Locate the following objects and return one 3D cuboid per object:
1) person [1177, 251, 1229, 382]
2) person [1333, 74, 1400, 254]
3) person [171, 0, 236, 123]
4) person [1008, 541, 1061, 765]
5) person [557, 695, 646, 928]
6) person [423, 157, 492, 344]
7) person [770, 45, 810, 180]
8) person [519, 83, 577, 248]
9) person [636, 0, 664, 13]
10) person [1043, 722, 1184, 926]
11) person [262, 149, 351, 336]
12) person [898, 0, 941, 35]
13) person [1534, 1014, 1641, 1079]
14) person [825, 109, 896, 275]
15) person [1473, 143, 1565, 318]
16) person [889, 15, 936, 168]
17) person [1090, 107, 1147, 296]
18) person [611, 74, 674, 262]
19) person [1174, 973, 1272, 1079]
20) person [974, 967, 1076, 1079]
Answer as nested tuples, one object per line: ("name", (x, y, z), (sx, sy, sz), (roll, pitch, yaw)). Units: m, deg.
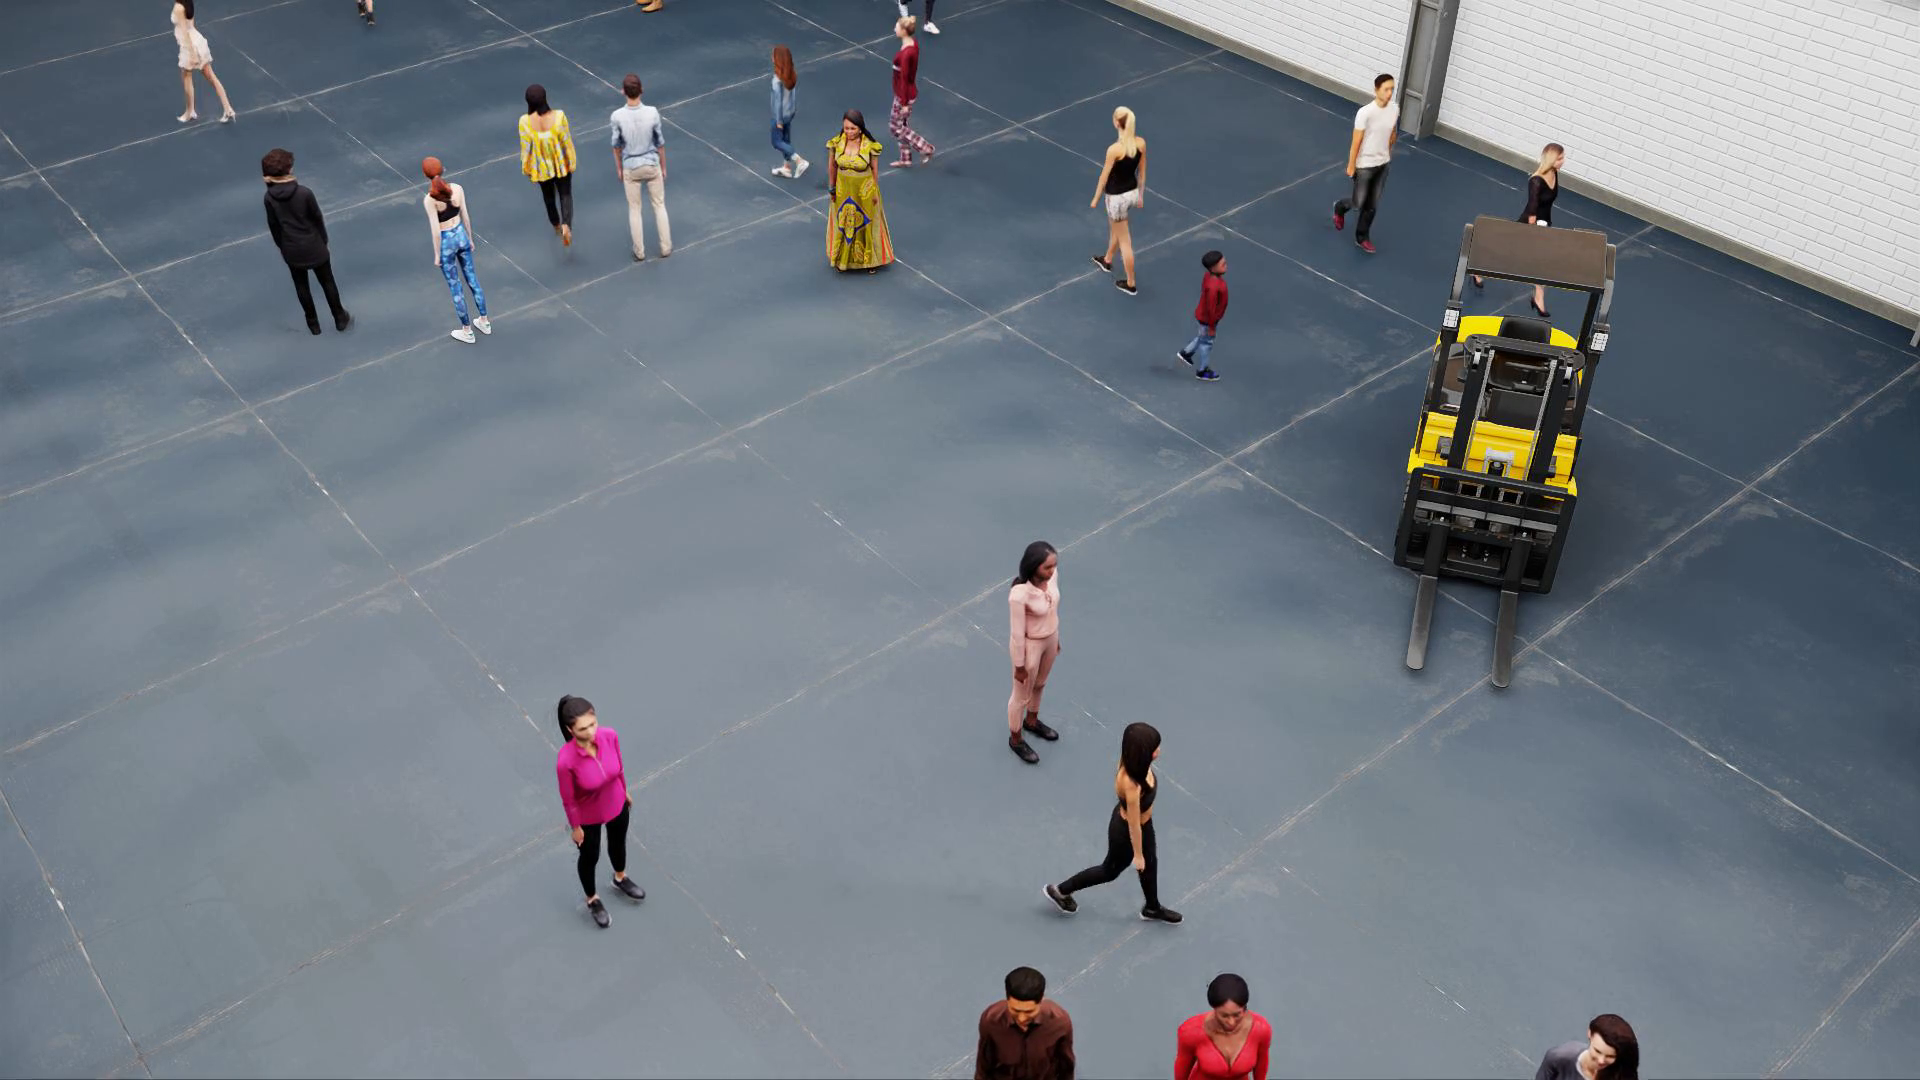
("person", (2.106, -1.959, 14.499), (0.727, 1.249, 0.666), (4, 39, 5))
("person", (3.972, -3.718, 16.272), (0.776, 1.796, 0.943), (-17, 42, -20))
("person", (-8.417, -5.436, 18.484), (0.939, 1.710, 0.922), (-3, 39, -4))
("person", (0.473, 0.698, 10.792), (0.615, 1.723, 0.664), (25, 45, 28))
("person", (-2.125, 1.560, 9.741), (0.598, 1.698, 0.613), (29, 47, 32))
("person", (-4.533, -2.600, 14.881), (0.610, 1.785, 0.618), (26, 45, 29))
("person", (-1.797, -4.472, 17.471), (0.819, 1.467, 0.729), (15, 41, 18))
("person", (-3.998, -3.628, 16.285), (0.961, 1.629, 1.090), (-8, 39, -9))
("person", (-4.019, -7.664, 21.265), (0.747, 1.719, 0.600), (-14, 41, -16))
("person", (0.897, 1.680, 9.649), (1.117, 1.615, 0.991), (7, 39, 9))
("person", (-5.906, -2.662, 14.955), (0.717, 1.778, 0.736), (-8, 39, -10))
("person", (-0.508, -7.229, 20.663), (0.654, 1.792, 0.923), (-29, 47, -31))
("person", (2.992, 2.838, 8.117), (1.109, 1.718, 1.025), (13, 40, 16))
("person", (-1.001, -3.338, 15.905), (0.996, 1.660, 1.046), (2, 39, 2))
("person", (5.194, -2.877, 15.336), (0.538, 1.640, 1.067), (-27, 46, -30))
("person", (-0.514, -4.712, 17.599), (0.897, 1.682, 0.831), (6, 39, 8))
("person", (1.575, -3.141, 15.524), (0.597, 1.817, 0.944), (-26, 46, -29))
("person", (-3.081, -3.592, 16.064), (0.731, 1.848, 0.725), (-8, 39, -9))
("person", (1.270, 2.691, 8.266), (0.862, 1.772, 0.948), (-3, 39, -3))
("person", (0.329, 2.684, 8.262), (0.713, 1.778, 0.754), (0, 39, 0))
